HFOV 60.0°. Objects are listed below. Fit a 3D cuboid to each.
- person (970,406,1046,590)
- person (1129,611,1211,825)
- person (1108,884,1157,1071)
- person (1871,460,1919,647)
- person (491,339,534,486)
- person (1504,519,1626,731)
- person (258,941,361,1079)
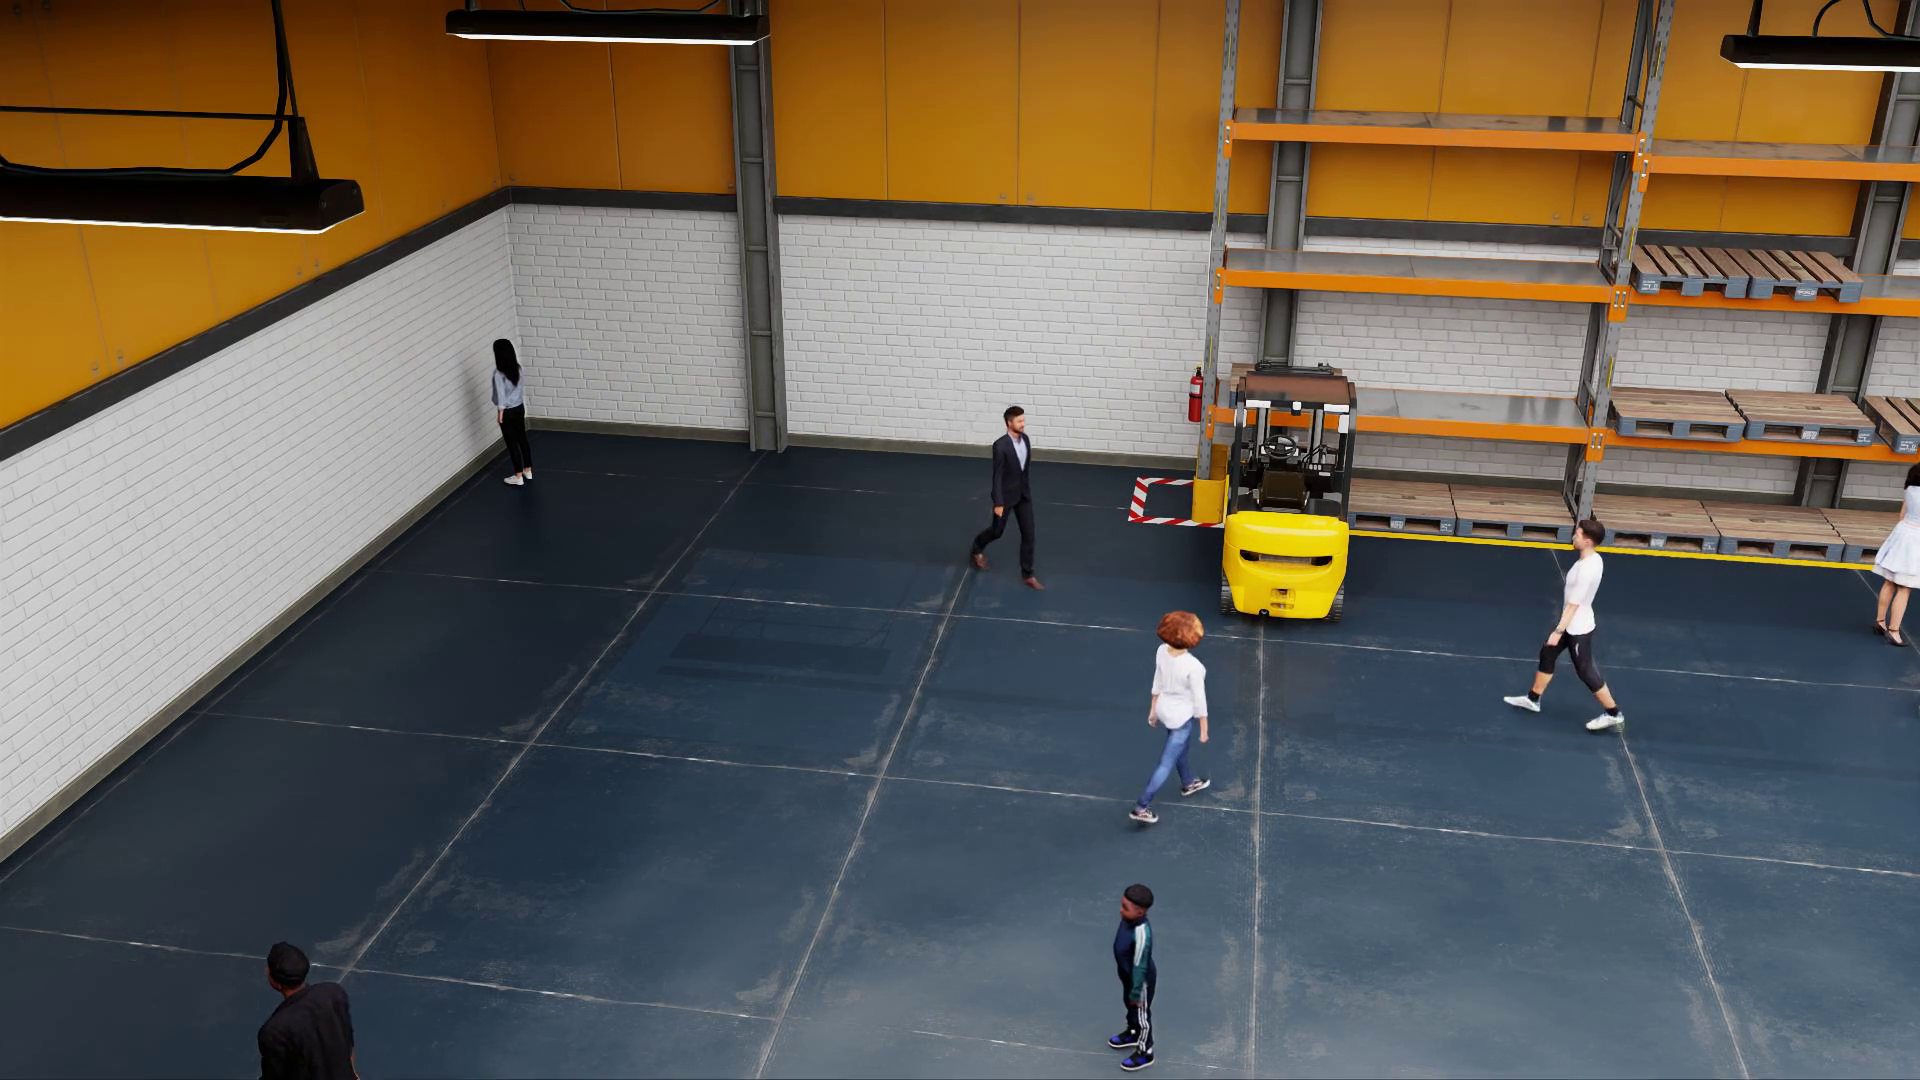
[{"bbox_3d":[0.453,-0.443,16.509,1.122,1.832,1.270,-20,30,-38],"label":"person"},{"bbox_3d":[1.568,1.357,12.581,1.210,1.679,1.142,-15,28,-31],"label":"person"},{"bbox_3d":[1.082,2.644,10.168,0.567,1.253,0.556,-5,24,-11],"label":"person"},{"bbox_3d":[8.728,0.100,15.292,0.787,1.811,0.760,-1,24,-2],"label":"person"},{"bbox_3d":[-5.138,-1.476,19.023,0.610,1.710,0.648,10,25,21],"label":"person"},{"bbox_3d":[5.221,0.740,13.820,1.256,1.818,0.826,8,25,19],"label":"person"},{"bbox_3d":[-3.356,2.941,8.811,0.769,1.797,0.772,10,25,21],"label":"person"}]
